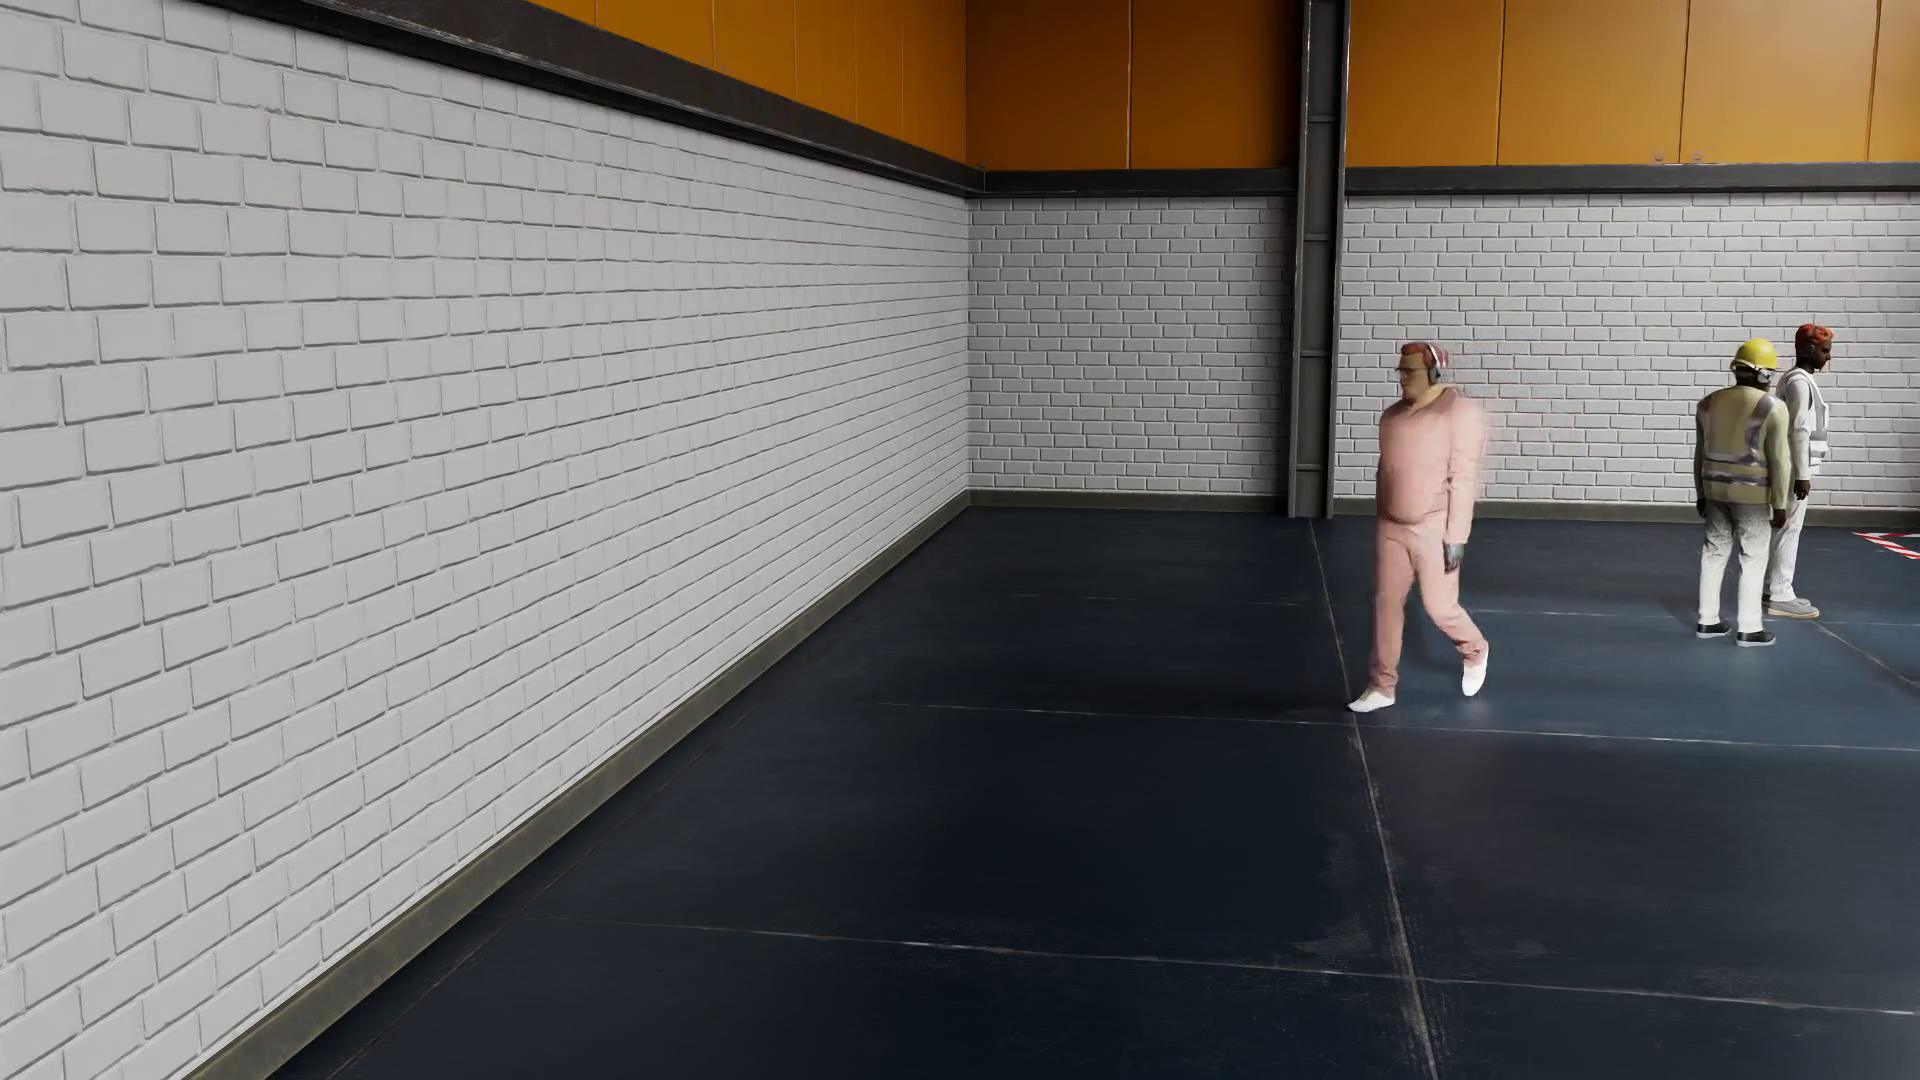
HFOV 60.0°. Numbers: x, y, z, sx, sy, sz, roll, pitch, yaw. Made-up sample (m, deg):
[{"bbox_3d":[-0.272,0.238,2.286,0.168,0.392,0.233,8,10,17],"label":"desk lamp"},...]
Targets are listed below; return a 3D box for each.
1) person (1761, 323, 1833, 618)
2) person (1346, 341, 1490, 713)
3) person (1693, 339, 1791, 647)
[{"bbox_3d":[5.416,-0.451,10.762,0.355,1.887,0.573,3,10,20],"label":"person"},{"bbox_3d":[2.363,-0.068,8.409,0.787,1.881,0.648,-7,11,-37],"label":"person"},{"bbox_3d":[4.654,-0.282,9.915,0.404,1.822,0.611,-5,11,-30],"label":"person"}]
